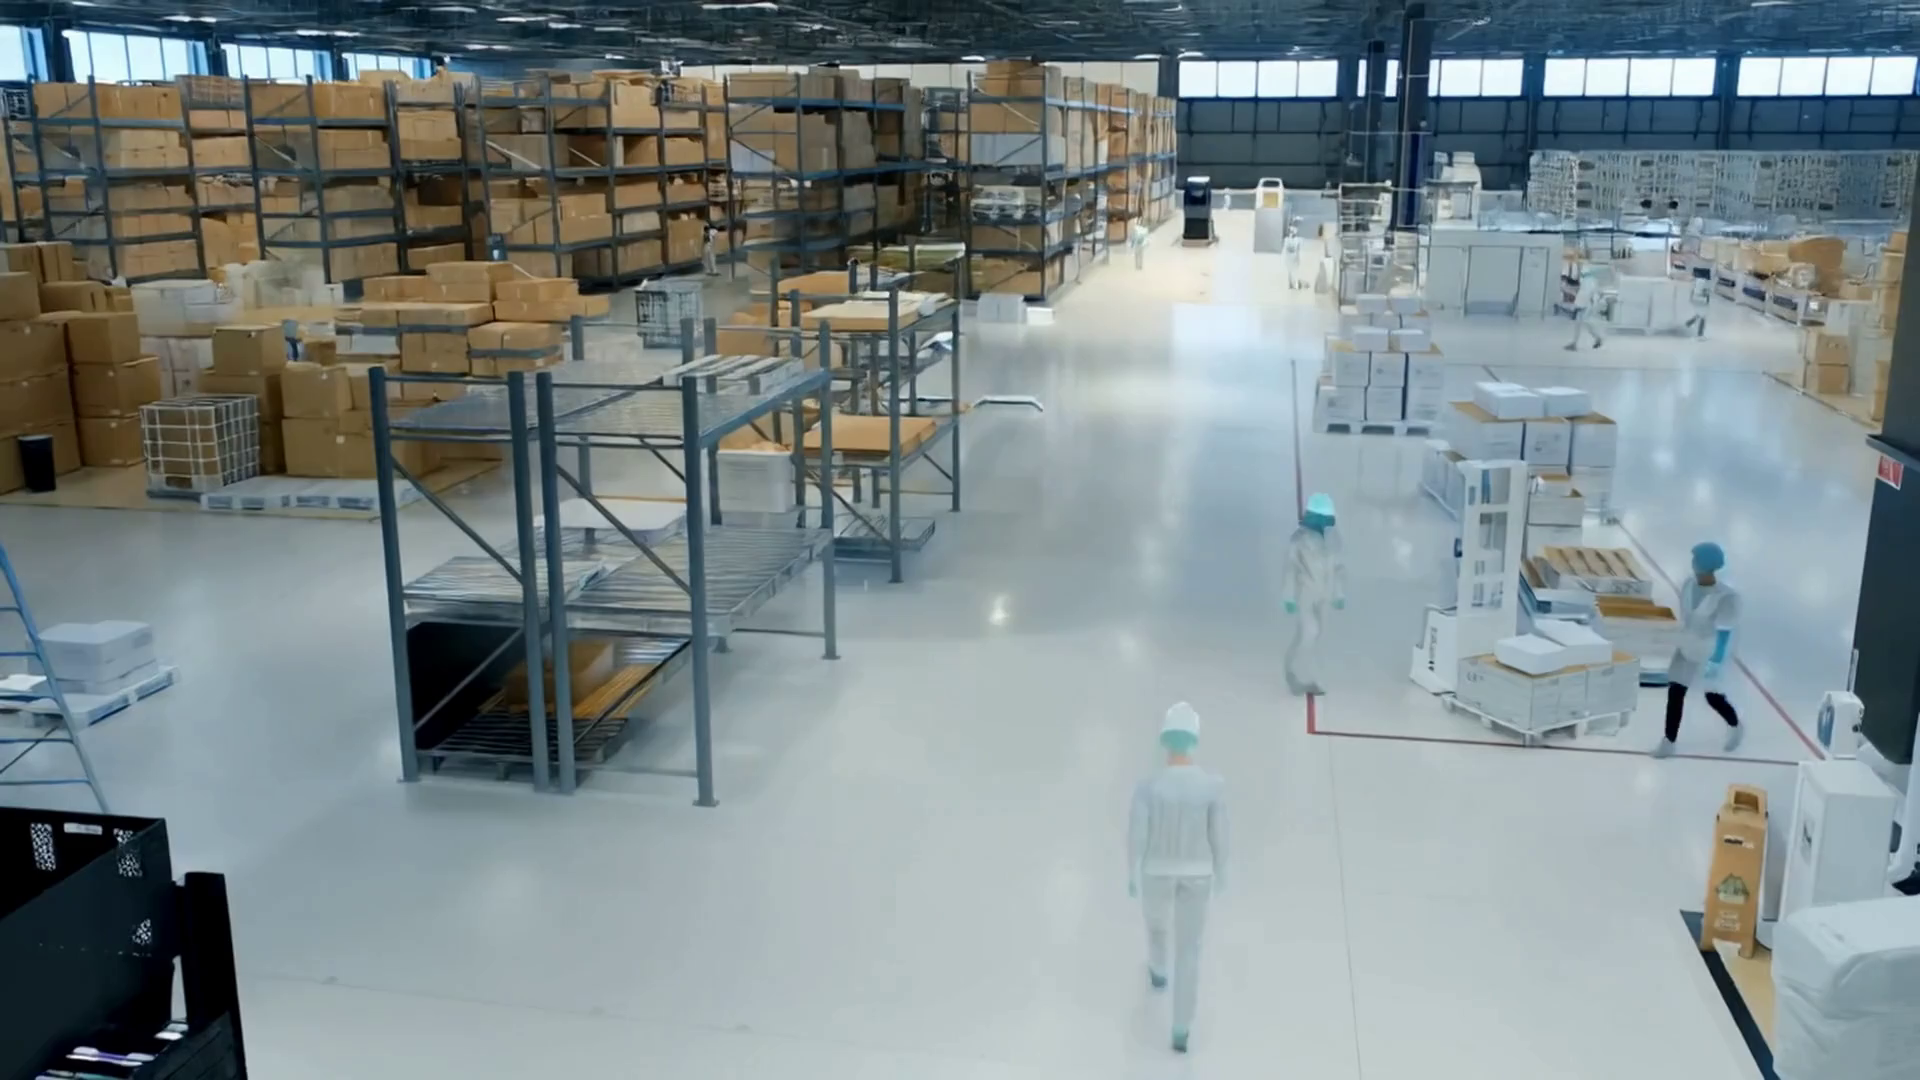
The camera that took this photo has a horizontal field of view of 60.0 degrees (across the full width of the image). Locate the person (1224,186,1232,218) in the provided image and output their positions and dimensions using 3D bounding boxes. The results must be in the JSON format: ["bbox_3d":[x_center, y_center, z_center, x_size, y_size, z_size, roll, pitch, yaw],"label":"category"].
[{"bbox_3d":[14.349,-18.064,88.923,0.529,1.723,0.505,12,18,39],"label":"person"}]

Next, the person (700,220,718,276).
[{"bbox_3d":[-7.805,-8.950,51.547,0.641,1.908,0.407,7,16,27],"label":"person"}]

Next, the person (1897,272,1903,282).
[{"bbox_3d":[20.410,-5.088,35.588,0.683,2.000,0.538,2,14,8],"label":"person"}]

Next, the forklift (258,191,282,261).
[{"bbox_3d":[-20.178,-9.066,50.013,1.129,2.768,1.873,3,14,10],"label":"forklift"}]

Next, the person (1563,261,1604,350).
[{"bbox_3d":[13.400,-4.999,35.513,0.858,1.910,0.549,0,14,-1],"label":"person"}]

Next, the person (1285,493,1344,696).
[{"bbox_3d":[2.938,0.458,13.722,0.489,1.732,0.380,-8,16,-31],"label":"person"}]

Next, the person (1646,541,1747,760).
[{"bbox_3d":[5.557,0.823,12.359,0.753,1.669,0.534,-7,15,-25],"label":"person"}]

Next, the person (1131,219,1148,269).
[{"bbox_3d":[6.066,-9.974,56.157,0.544,1.680,0.409,0,14,1],"label":"person"}]

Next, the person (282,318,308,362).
[{"bbox_3d":[-10.118,-2.460,25.322,0.345,1.847,0.506,4,14,17],"label":"person"}]

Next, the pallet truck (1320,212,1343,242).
[{"bbox_3d":[15.874,-13.227,70.310,0.680,1.201,1.601,10,17,35],"label":"pallet truck"}]

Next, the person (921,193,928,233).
[{"bbox_3d":[-1.590,-14.971,75.926,0.543,1.939,0.370,2,14,7],"label":"person"}]

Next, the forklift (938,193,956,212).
[{"bbox_3d":[-0.253,-20.012,94.453,1.873,2.768,1.129,3,14,10],"label":"forklift"}]

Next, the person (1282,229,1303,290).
[{"bbox_3d":[9.844,-8.319,49.246,0.605,1.773,0.965,3,14,11],"label":"person"}]

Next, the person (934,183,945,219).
[{"bbox_3d":[-1.077,-17.927,88.037,0.658,1.884,0.706,3,14,11],"label":"person"}]

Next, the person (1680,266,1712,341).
[{"bbox_3d":[16.433,-5.256,37.018,0.583,1.681,0.540,-5,15,-20],"label":"person"}]

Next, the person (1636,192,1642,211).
[{"bbox_3d":[33.343,-16.437,81.760,0.393,1.992,0.622,11,17,37],"label":"person"}]

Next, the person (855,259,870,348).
[{"bbox_3d":[-2.125,-5.035,35.555,0.412,1.949,0.618,-2,14,-9],"label":"person"}]

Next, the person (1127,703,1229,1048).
[{"bbox_3d":[1.134,1.705,8.685,0.533,1.708,0.927,1,14,4],"label":"person"}]

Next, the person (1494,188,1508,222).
[{"bbox_3d":[26.023,-15.939,79.922,0.651,1.906,0.402,9,16,32],"label":"person"}]

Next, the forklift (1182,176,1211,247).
[{"bbox_3d":[9.613,-13.342,67.372,1.129,2.768,1.873,2,14,10],"label":"forklift"}]

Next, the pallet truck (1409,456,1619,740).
[{"bbox_3d":[4.504,0.400,13.395,0.823,1.965,1.885,-6,15,-23],"label":"pallet truck"}]

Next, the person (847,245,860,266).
[{"bbox_3d":[-2.835,-6.891,43.610,0.539,1.698,0.318,4,14,15],"label":"person"}]

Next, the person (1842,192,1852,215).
[{"bbox_3d":[41.794,-15.499,78.358,0.957,1.804,0.583,3,14,11],"label":"person"}]

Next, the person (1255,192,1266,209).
[{"bbox_3d":[15.017,-16.748,83.150,0.611,1.937,0.535,-5,15,-20],"label":"person"}]

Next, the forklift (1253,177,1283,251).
[{"bbox_3d":[12.083,-12.747,64.956,1.129,2.768,1.873,3,14,10],"label":"forklift"}]

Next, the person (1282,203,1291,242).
[{"bbox_3d":[13.743,-13.440,70.355,0.493,1.625,0.282,-3,14,-13],"label":"person"}]

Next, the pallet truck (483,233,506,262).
[{"bbox_3d":[-11.832,-7.026,43.548,1.885,1.965,0.823,8,16,28],"label":"pallet truck"}]

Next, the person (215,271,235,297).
[{"bbox_3d":[-14.747,-4.439,33.297,0.672,1.885,0.371,9,16,31],"label":"person"}]
